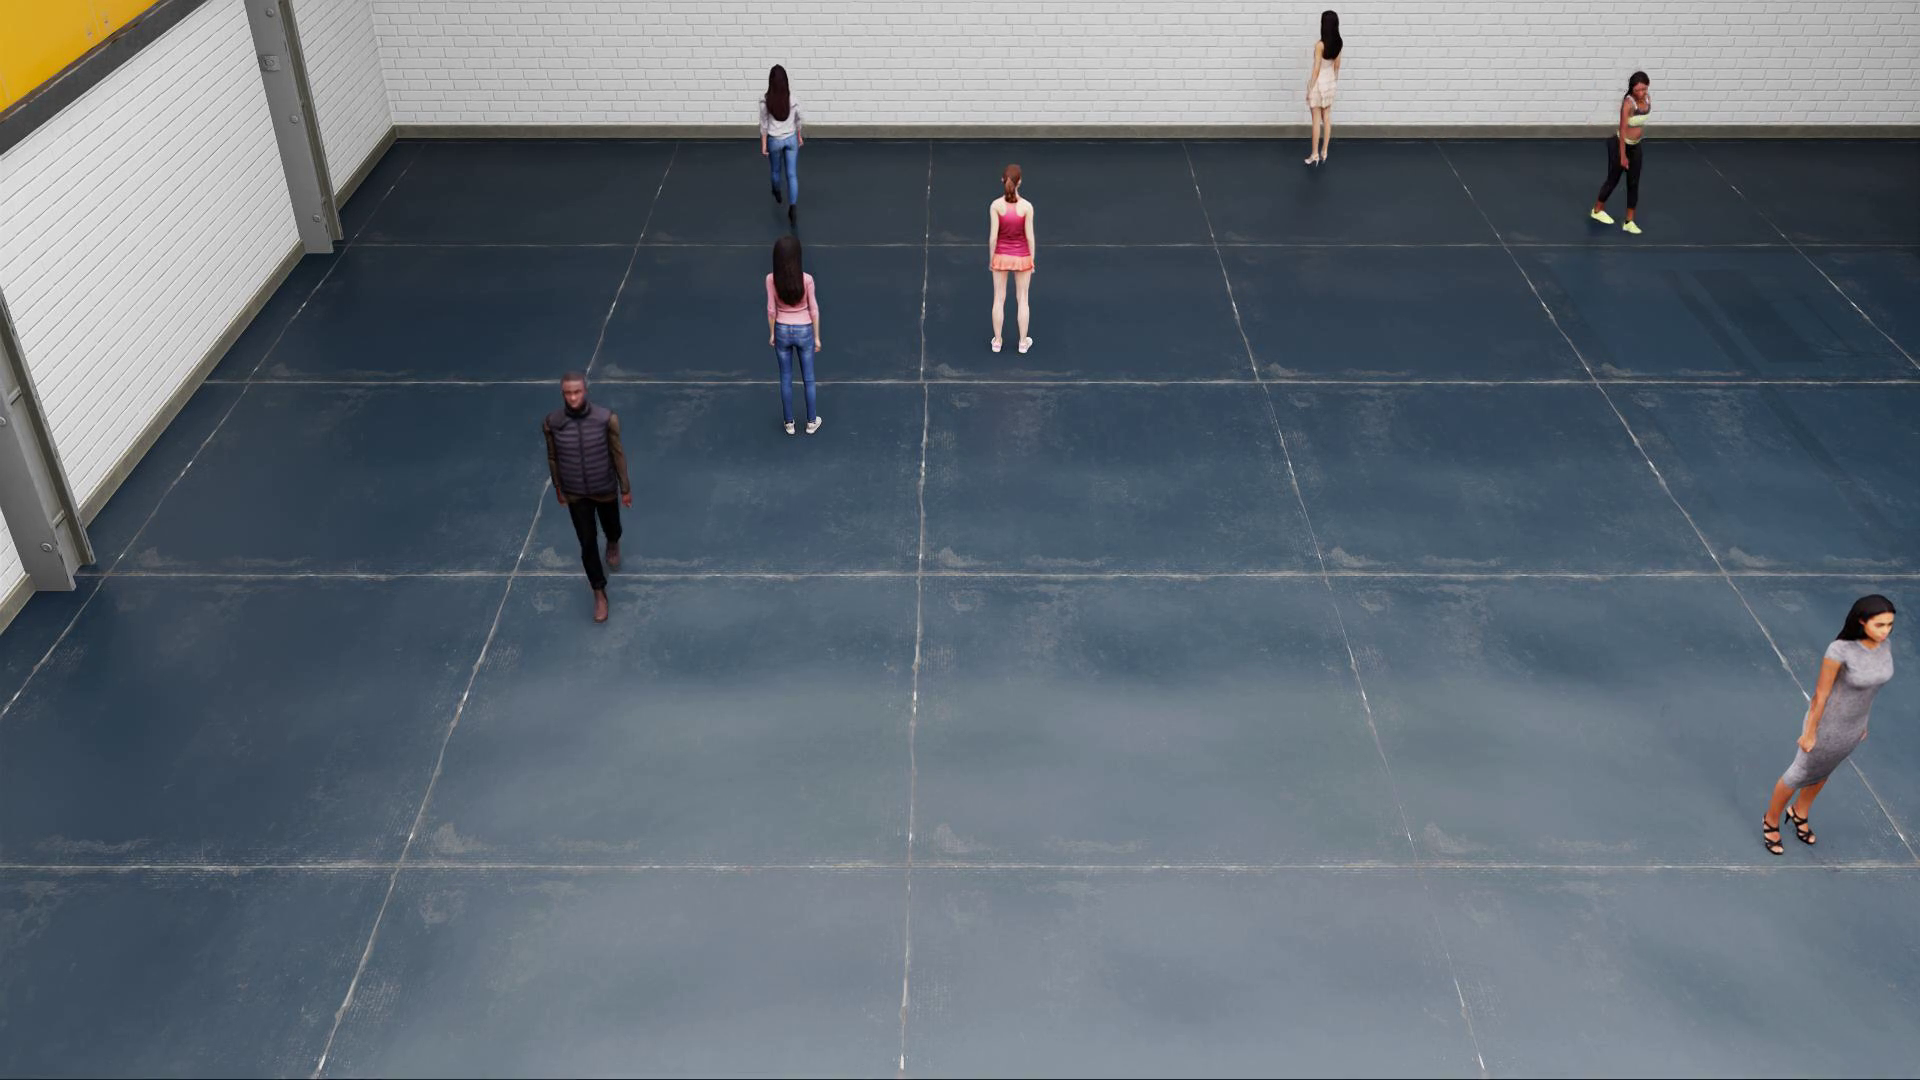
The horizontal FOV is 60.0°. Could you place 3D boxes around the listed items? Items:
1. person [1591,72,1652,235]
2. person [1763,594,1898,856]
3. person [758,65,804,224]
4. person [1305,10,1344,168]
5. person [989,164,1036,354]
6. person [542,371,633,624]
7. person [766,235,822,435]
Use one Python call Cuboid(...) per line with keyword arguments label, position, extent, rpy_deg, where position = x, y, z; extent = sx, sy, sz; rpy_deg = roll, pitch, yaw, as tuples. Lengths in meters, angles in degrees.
Cuboid(label="person", position=(6.844, -4.043, 17.199), extent=(0.865, 1.703, 1.028), rpy_deg=(-21, 39, -28))
Cuboid(label="person", position=(4.963, 1.052, 9.465), extent=(0.655, 1.781, 0.636), rpy_deg=(-10, 35, -15))
Cuboid(label="person", position=(-1.833, -4.105, 17.403), extent=(0.829, 1.581, 1.133), rpy_deg=(-9, 35, -13))
Cuboid(label="person", position=(4.089, -5.080, 18.730), extent=(0.670, 1.735, 0.695), rpy_deg=(-20, 39, -27))
Cuboid(label="person", position=(0.458, -2.508, 14.846), extent=(0.582, 1.753, 0.572), rpy_deg=(3, 34, 5))
Cuboid(label="person", position=(-2.551, -0.384, 11.597), extent=(0.780, 1.810, 1.160), rpy_deg=(-3, 34, -5))
Cuboid(label="person", position=(-1.363, -1.681, 13.611), extent=(0.572, 1.742, 0.499), rpy_deg=(1, 34, 1))
